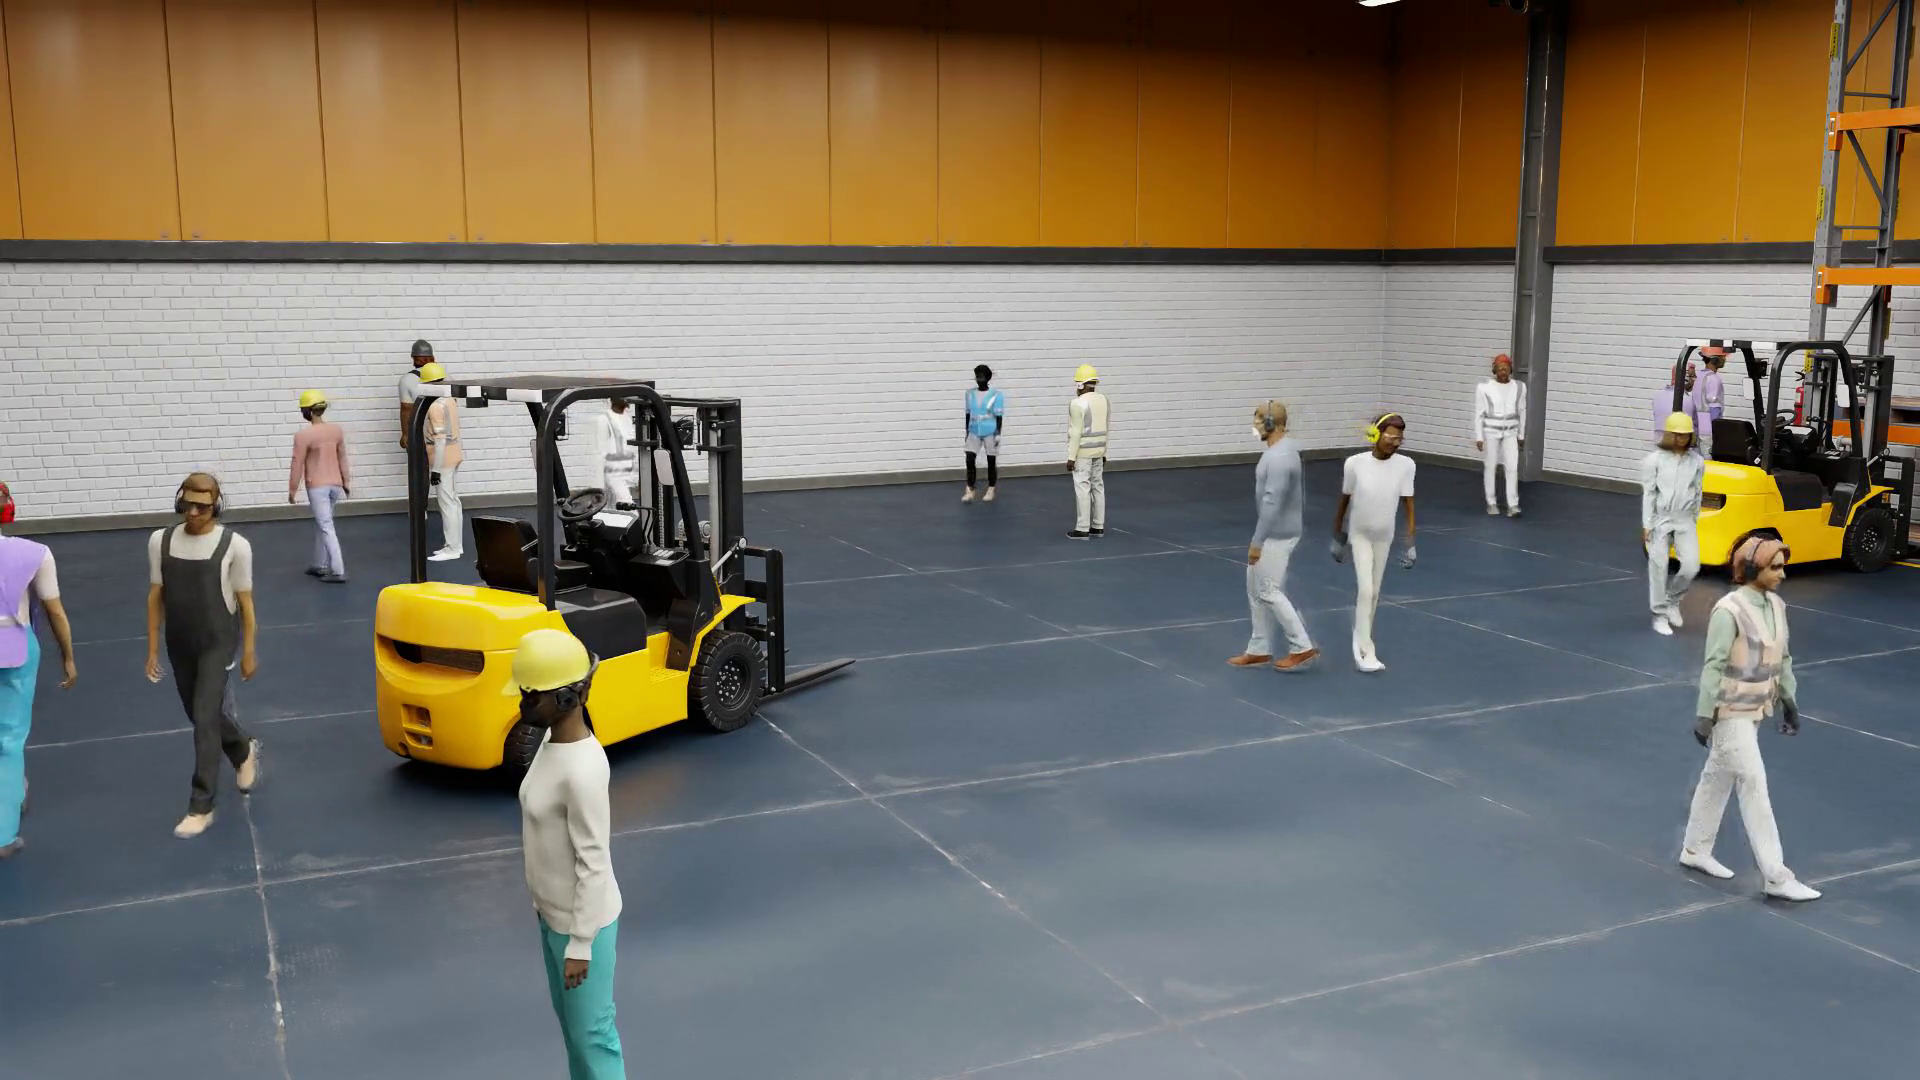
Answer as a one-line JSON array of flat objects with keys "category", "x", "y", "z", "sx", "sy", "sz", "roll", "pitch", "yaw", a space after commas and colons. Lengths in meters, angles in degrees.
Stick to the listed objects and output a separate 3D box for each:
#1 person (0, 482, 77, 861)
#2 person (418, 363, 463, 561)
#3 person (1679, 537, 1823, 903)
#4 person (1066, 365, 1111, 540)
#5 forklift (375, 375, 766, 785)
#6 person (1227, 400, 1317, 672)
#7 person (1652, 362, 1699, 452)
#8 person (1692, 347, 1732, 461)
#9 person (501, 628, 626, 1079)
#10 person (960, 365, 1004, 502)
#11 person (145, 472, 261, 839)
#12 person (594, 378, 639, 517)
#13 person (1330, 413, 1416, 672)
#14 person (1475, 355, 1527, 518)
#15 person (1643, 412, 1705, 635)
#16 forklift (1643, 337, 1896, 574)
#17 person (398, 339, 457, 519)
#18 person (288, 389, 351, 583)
[{"category": "person", "x": -4.675, "y": 0.592, "z": 8.148, "sx": 0.596, "sy": 1.791, "sz": 0.959, "roll": -2, "pitch": 9, "yaw": -15}, {"category": "person", "x": -5.032, "y": -0.754, "z": 16.127, "sx": 0.383, "sy": 1.923, "sz": 0.588, "roll": -1, "pitch": 9, "yaw": -3}, {"category": "person", "x": 3.613, "y": 0.798, "z": 7.444, "sx": 0.545, "sy": 1.602, "sz": 0.782, "roll": -8, "pitch": 12, "yaw": -39}, {"category": "person", "x": 1.322, "y": -0.916, "z": 17.415, "sx": 0.404, "sy": 1.830, "sz": 0.599, "roll": 9, "pitch": 13, "yaw": 43}, {"category": "forklift", "x": -2.268, "y": 0.149, "z": 9.685, "sx": 1.214, "sy": 2.155, "sz": 2.313, "roll": 6, "pitch": 11, "yaw": 32}, {"category": "person", "x": 2.187, "y": -0.020, "z": 11.595, "sx": 0.553, "sy": 1.910, "sz": 0.656, "roll": 1, "pitch": 9, "yaw": 9}, {"category": "person", "x": 7.193, "y": -0.832, "z": 16.697, "sx": 0.402, "sy": 1.903, "sz": 0.643, "roll": -1, "pitch": 9, "yaw": -4}, {"category": "person", "x": 8.454, "y": -1.237, "z": 18.758, "sx": 0.385, "sy": 2.045, "sz": 0.618, "roll": 1, "pitch": 9, "yaw": 4}, {"category": "person", "x": -1.178, "y": 1.125, "z": 4.967, "sx": 0.316, "sy": 1.765, "sz": 0.523, "roll": -4, "pitch": 10, "yaw": -25}, {"category": "person", "x": 0.242, "y": -1.270, "z": 20.078, "sx": 0.558, "sy": 1.665, "sz": 0.709, "roll": 4, "pitch": 10, "yaw": 25}, {"category": "person", "x": -3.837, "y": 0.530, "z": 8.528, "sx": 0.526, "sy": 1.815, "sz": 0.884, "roll": 0, "pitch": 9, "yaw": 2}, {"category": "person", "x": -3.046, "y": -0.558, "z": 15.190, "sx": 0.968, "sy": 1.826, "sz": 0.602, "roll": 2, "pitch": 9, "yaw": 13}, {"category": "person", "x": 2.910, "y": 0.016, "z": 11.683, "sx": 0.544, "sy": 1.818, "sz": 0.918, "roll": -1, "pitch": 9, "yaw": -3}, {"category": "person", "x": 6.169, "y": -1.166, "z": 18.902, "sx": 0.592, "sy": 1.849, "sz": 0.898, "roll": 1, "pitch": 9, "yaw": 5}, {"category": "person", "x": 5.493, "y": -0.124, "z": 12.818, "sx": 0.491, "sy": 1.731, "sz": 0.365, "roll": 0, "pitch": 9, "yaw": 1}, {"category": "forklift", "x": 7.551, "y": -0.789, "z": 15.507, "sx": 2.313, "sy": 2.155, "sz": 1.214, "roll": -4, "pitch": 10, "yaw": -25}, {"category": "person", "x": -6.082, "y": -1.260, "z": 18.900, "sx": 0.674, "sy": 2.000, "sz": 0.535, "roll": -9, "pitch": 13, "yaw": -44}, {"category": "person", "x": -5.837, "y": -0.485, "z": 14.990, "sx": 0.738, "sy": 1.737, "sz": 0.553, "roll": 4, "pitch": 10, "yaw": 25}]
